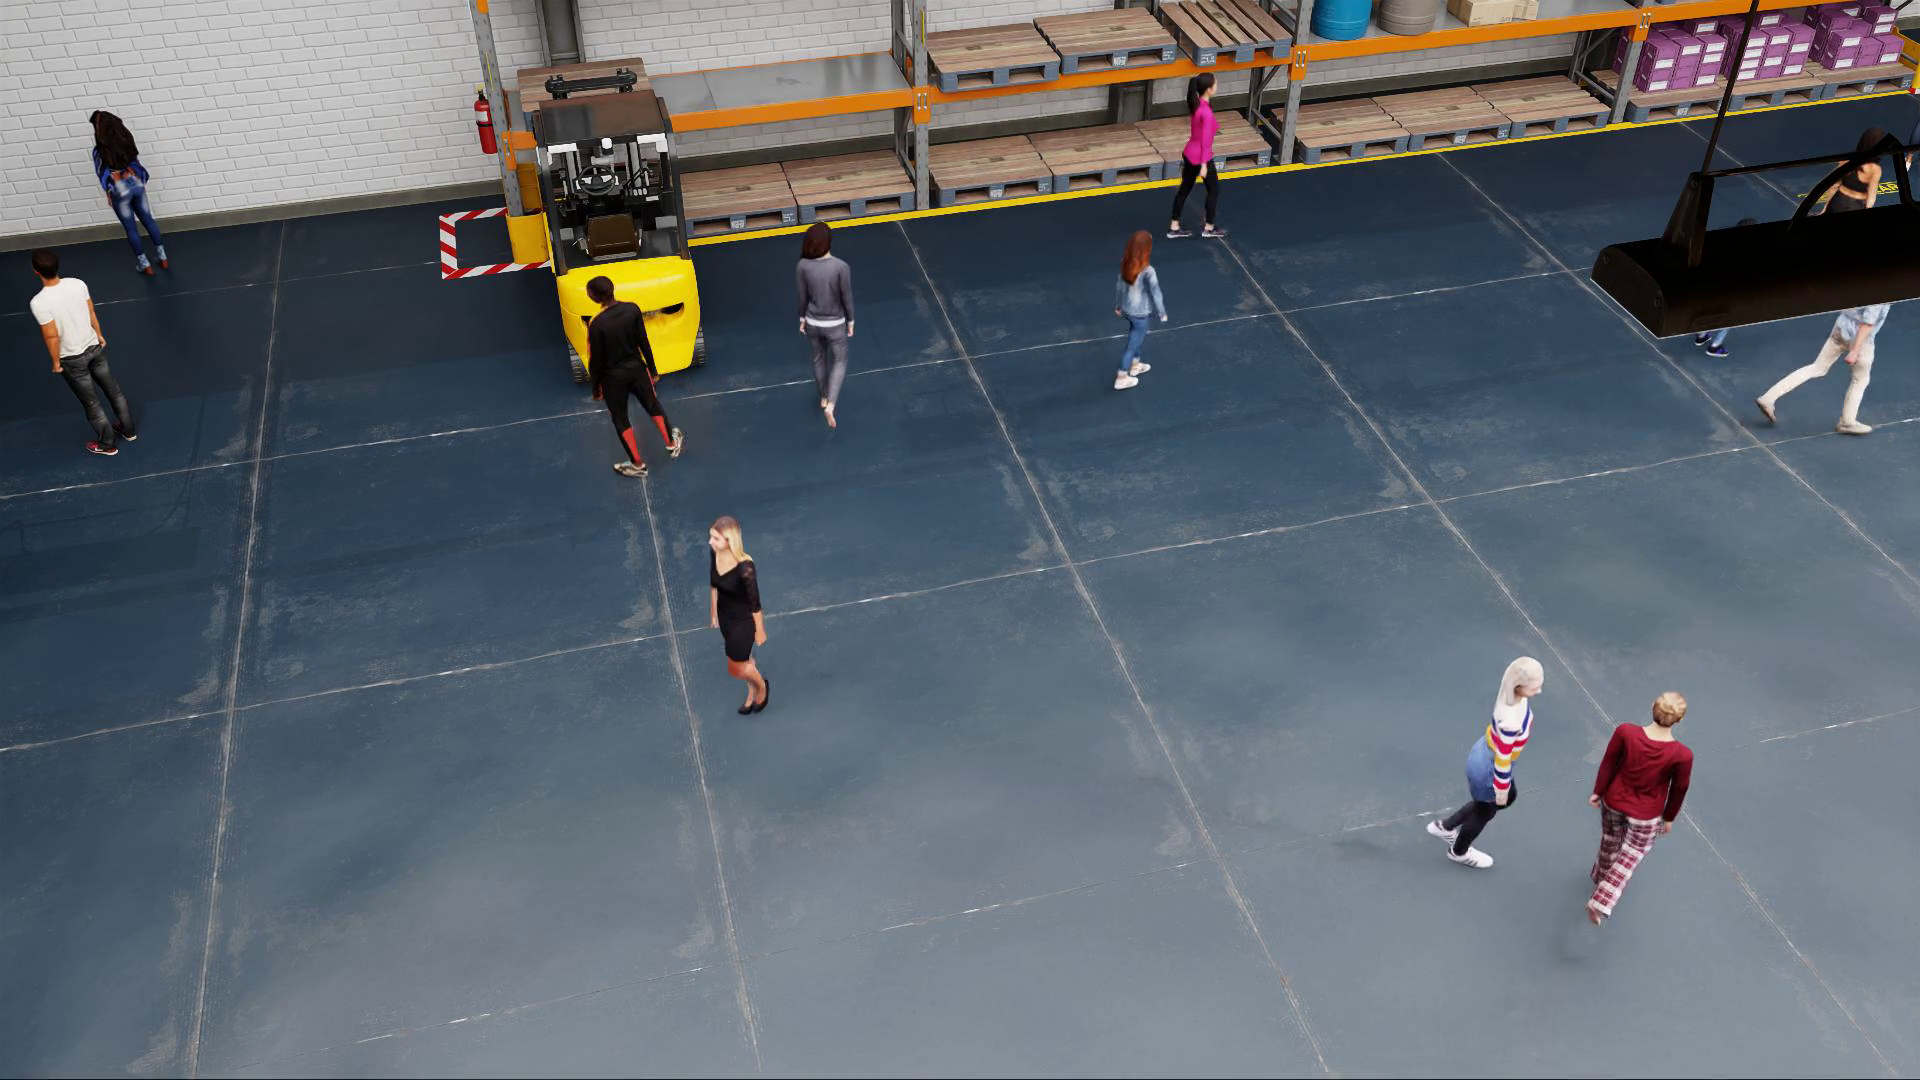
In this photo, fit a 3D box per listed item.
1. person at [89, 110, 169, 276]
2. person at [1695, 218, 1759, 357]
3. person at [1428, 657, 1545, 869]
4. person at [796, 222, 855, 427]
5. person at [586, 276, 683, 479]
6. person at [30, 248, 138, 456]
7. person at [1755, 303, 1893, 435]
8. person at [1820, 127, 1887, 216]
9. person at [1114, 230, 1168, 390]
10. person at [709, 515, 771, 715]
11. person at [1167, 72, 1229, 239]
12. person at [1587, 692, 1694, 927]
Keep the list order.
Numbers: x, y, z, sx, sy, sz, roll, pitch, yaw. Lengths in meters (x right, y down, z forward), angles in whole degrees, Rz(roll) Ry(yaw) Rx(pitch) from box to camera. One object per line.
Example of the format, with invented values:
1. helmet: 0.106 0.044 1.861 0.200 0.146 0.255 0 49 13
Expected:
1. person: -7.785 -3.257 15.538 0.755 1.622 0.689 21 43 24
2. person: 6.705 -2.213 14.531 0.568 1.247 0.596 -17 42 -20
3. person: 3.023 1.295 9.703 0.868 1.792 0.827 10 40 12
4. person: -1.106 -1.725 13.516 0.978 1.751 0.912 5 39 7
5. person: -2.561 -1.280 12.930 0.714 1.786 1.008 -17 42 -20
6. person: -6.990 -1.502 13.203 0.751 1.805 0.711 16 41 19
7. person: 7.060 -1.640 13.361 1.272 1.813 0.892 1 39 1
8. person: 8.055 -2.984 15.182 0.728 1.640 0.672 -24 45 -27
9. person: 1.425 -1.896 13.962 0.747 1.463 0.663 -21 43 -24
10. person: -1.373 0.490 10.813 0.710 1.663 0.682 -31 48 -33
11. person: 2.204 -3.661 16.005 0.786 1.682 0.604 -9 40 -11
12. person: 3.817 1.538 9.485 0.914 1.684 0.998 24 44 27
